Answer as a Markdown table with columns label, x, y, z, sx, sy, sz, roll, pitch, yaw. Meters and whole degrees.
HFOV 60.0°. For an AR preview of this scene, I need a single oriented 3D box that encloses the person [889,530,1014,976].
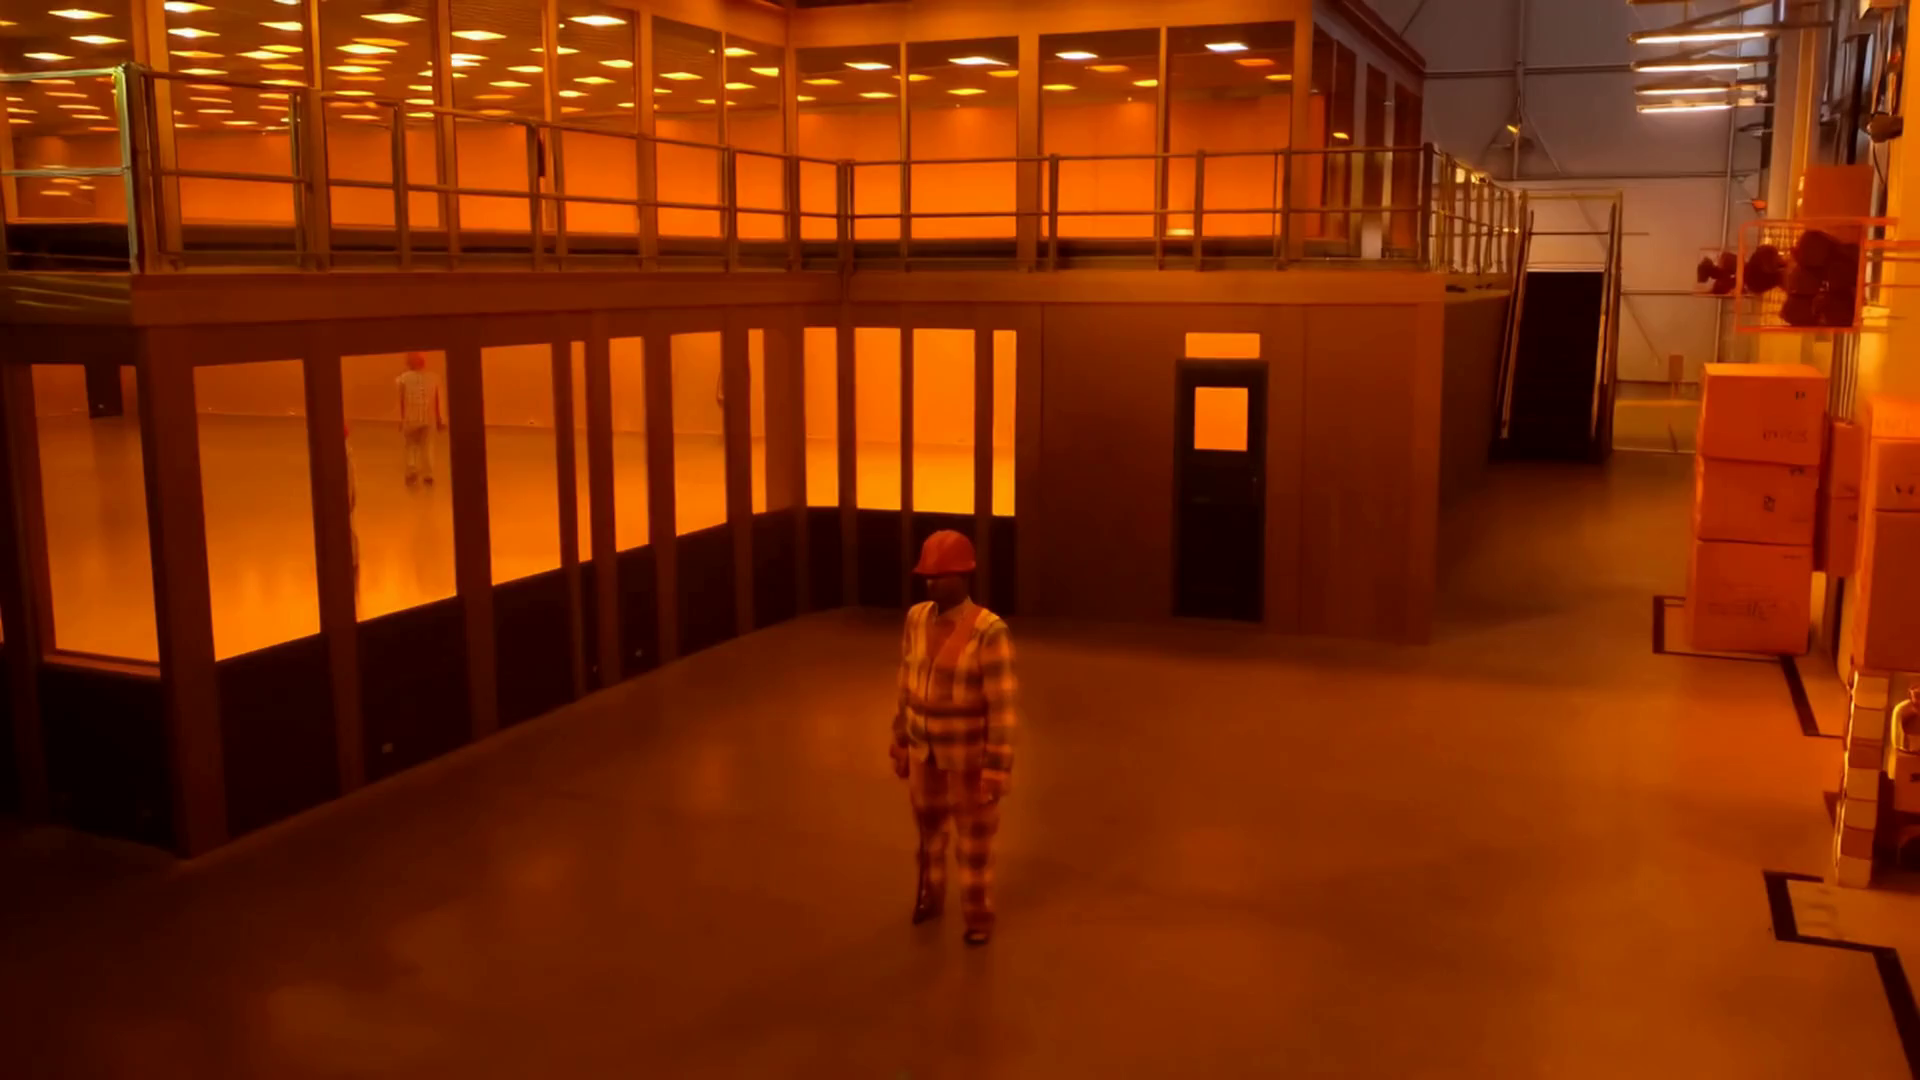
| label | x | y | z | sx | sy | sz | roll | pitch | yaw |
| --- | --- | --- | --- | --- | --- | --- | --- | --- | --- |
| person | -0.041 | 0.917 | 7.279 | 0.604 | 1.949 | 0.389 | 8 | 12 | 40 |
